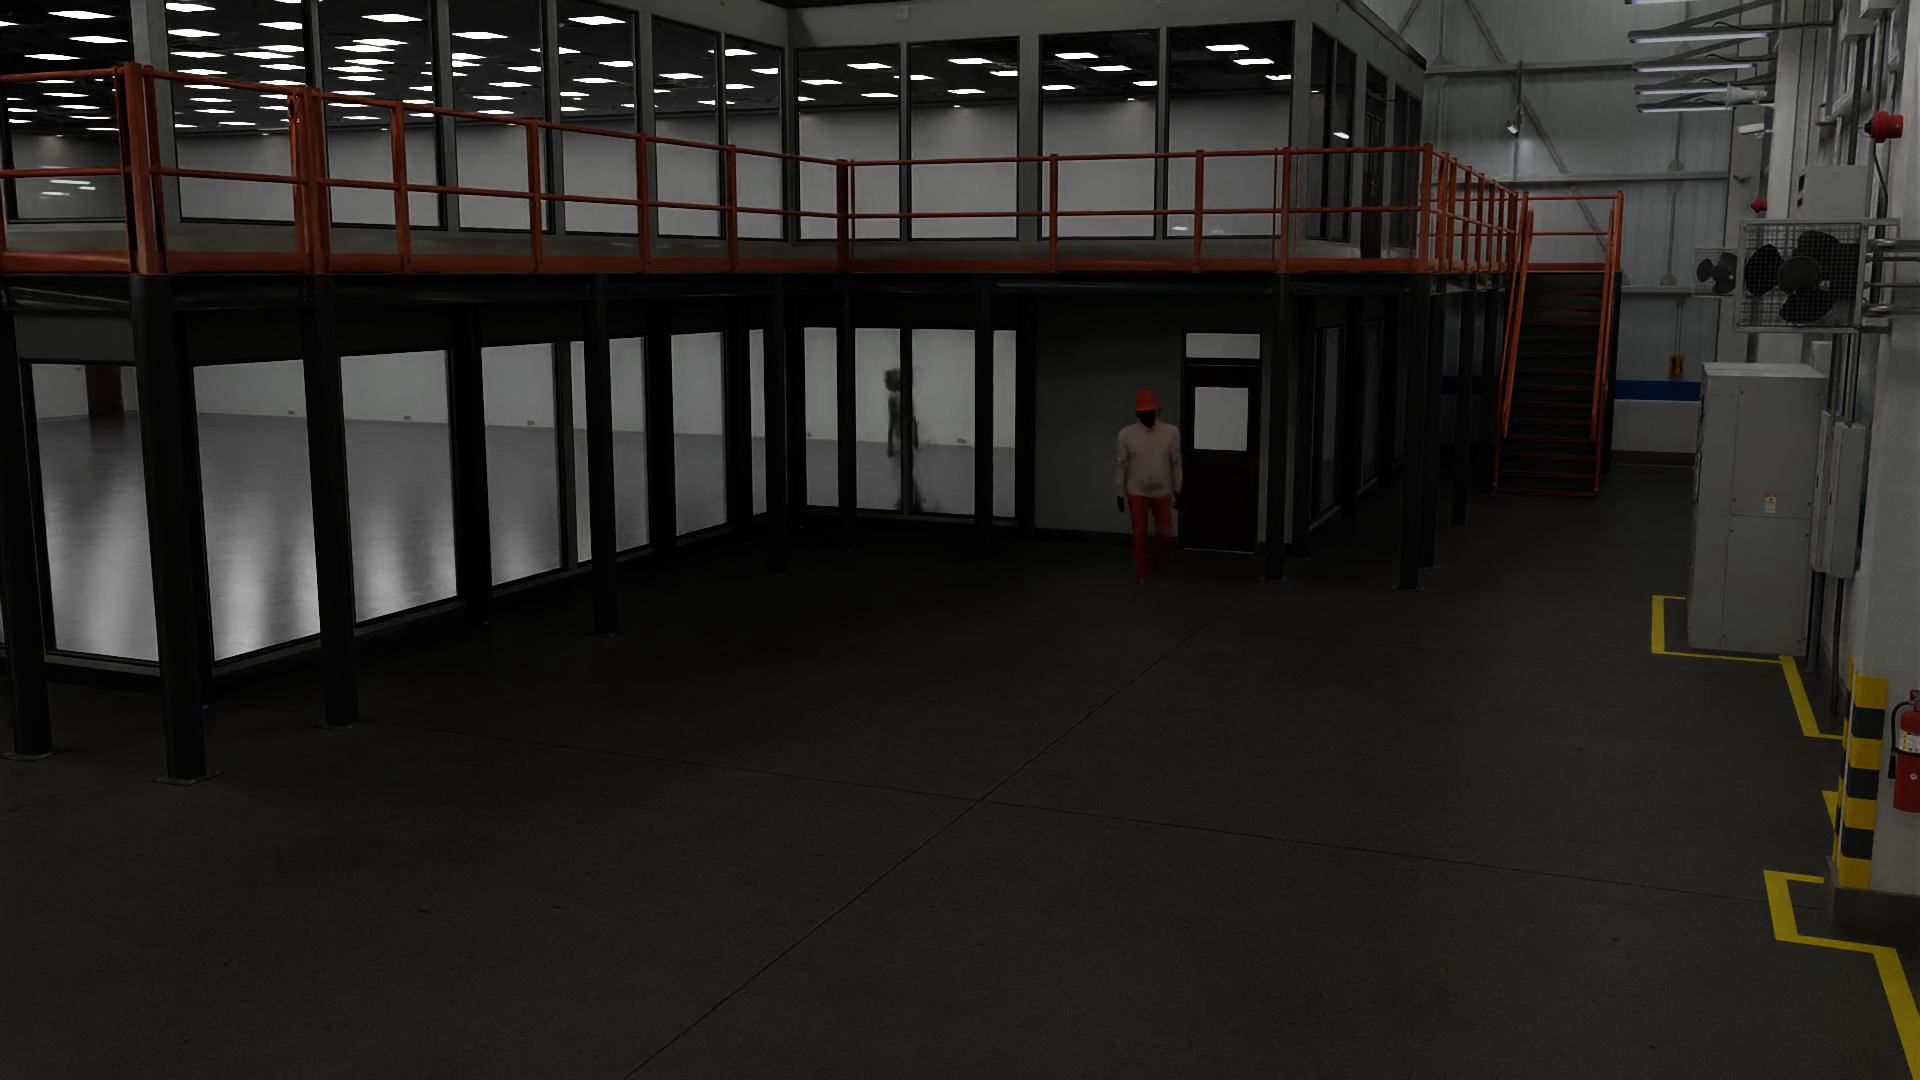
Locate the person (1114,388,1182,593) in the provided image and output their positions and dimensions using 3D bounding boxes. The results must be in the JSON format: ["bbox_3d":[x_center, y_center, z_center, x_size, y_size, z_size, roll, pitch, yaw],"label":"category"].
[{"bbox_3d":[1.781,-0.456,15.706,0.640,1.963,0.502,0,9,-1],"label":"person"}]
